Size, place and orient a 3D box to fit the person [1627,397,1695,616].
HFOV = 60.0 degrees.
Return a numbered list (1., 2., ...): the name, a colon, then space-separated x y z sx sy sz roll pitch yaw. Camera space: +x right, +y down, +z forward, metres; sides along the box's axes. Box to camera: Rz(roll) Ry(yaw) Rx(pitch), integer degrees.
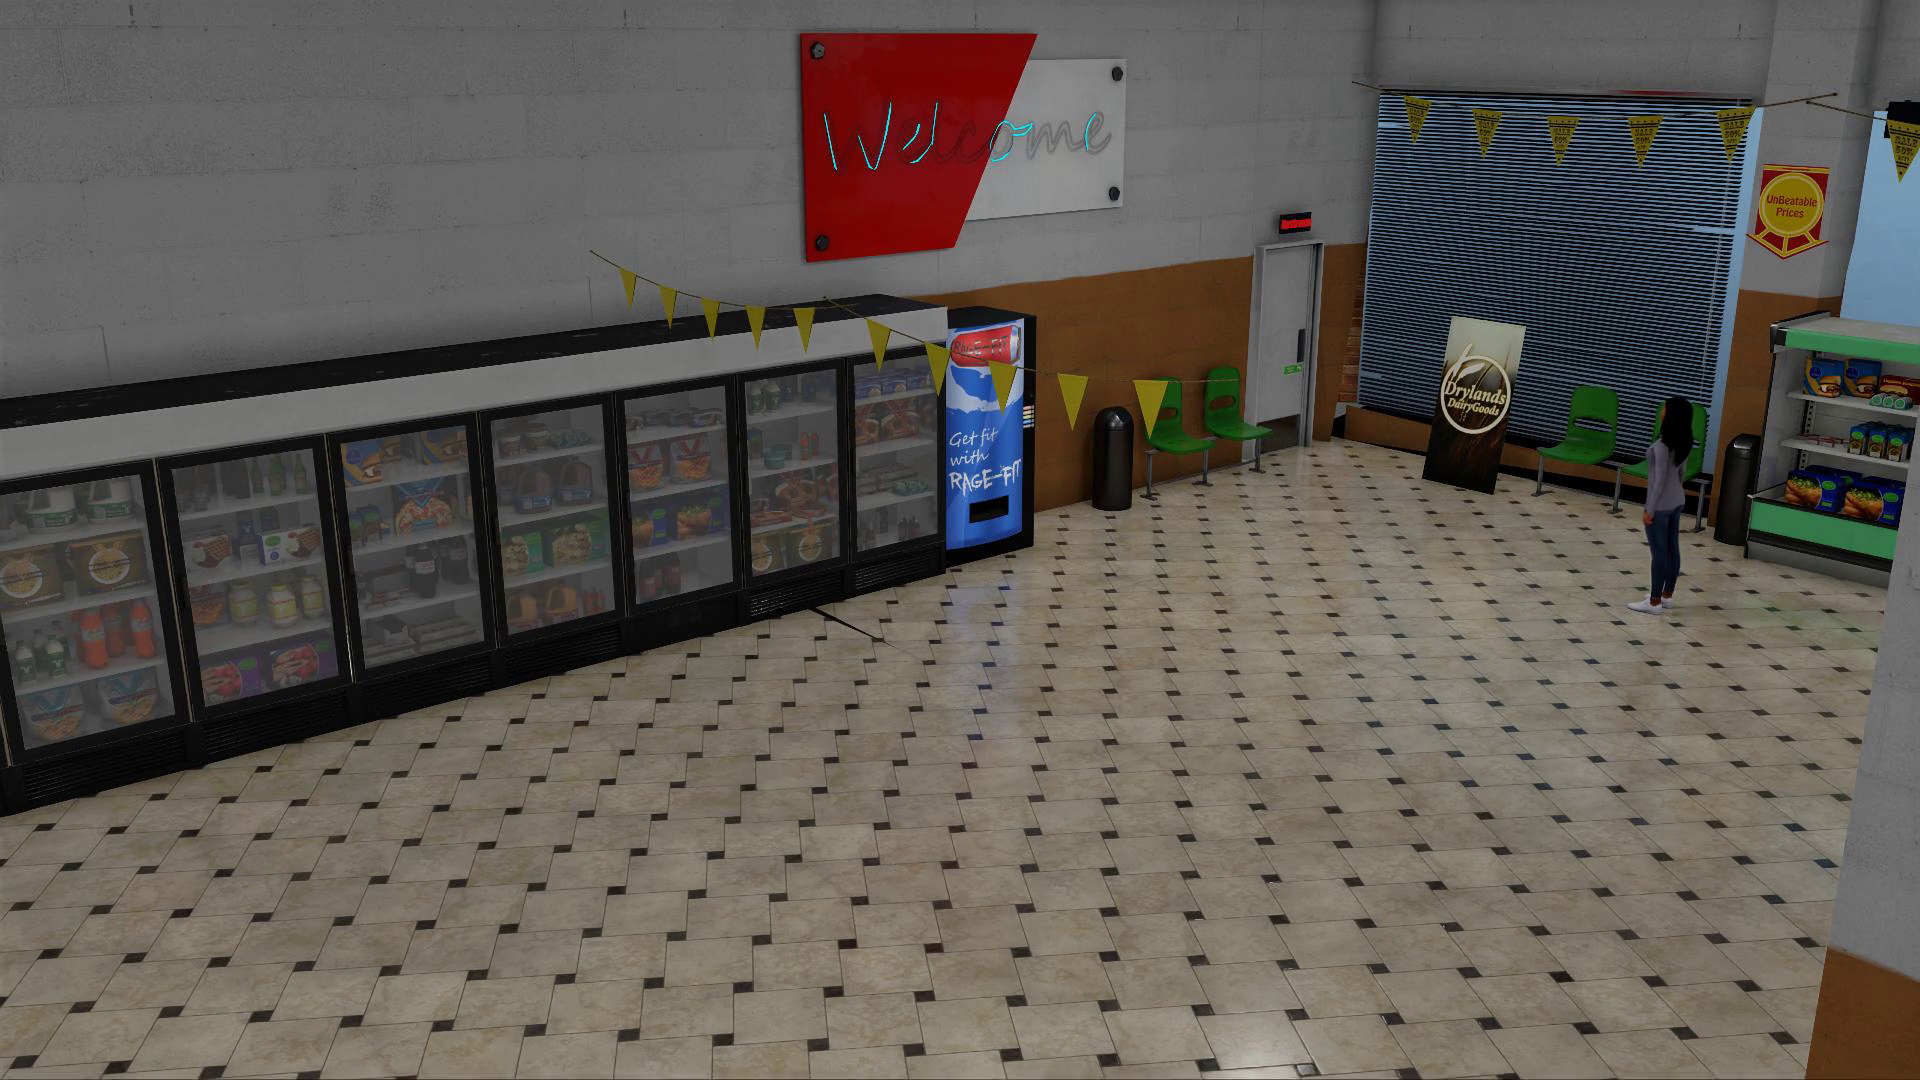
1. person: 5.581 -0.273 13.126 0.601 1.735 0.518 -13 21 -37
